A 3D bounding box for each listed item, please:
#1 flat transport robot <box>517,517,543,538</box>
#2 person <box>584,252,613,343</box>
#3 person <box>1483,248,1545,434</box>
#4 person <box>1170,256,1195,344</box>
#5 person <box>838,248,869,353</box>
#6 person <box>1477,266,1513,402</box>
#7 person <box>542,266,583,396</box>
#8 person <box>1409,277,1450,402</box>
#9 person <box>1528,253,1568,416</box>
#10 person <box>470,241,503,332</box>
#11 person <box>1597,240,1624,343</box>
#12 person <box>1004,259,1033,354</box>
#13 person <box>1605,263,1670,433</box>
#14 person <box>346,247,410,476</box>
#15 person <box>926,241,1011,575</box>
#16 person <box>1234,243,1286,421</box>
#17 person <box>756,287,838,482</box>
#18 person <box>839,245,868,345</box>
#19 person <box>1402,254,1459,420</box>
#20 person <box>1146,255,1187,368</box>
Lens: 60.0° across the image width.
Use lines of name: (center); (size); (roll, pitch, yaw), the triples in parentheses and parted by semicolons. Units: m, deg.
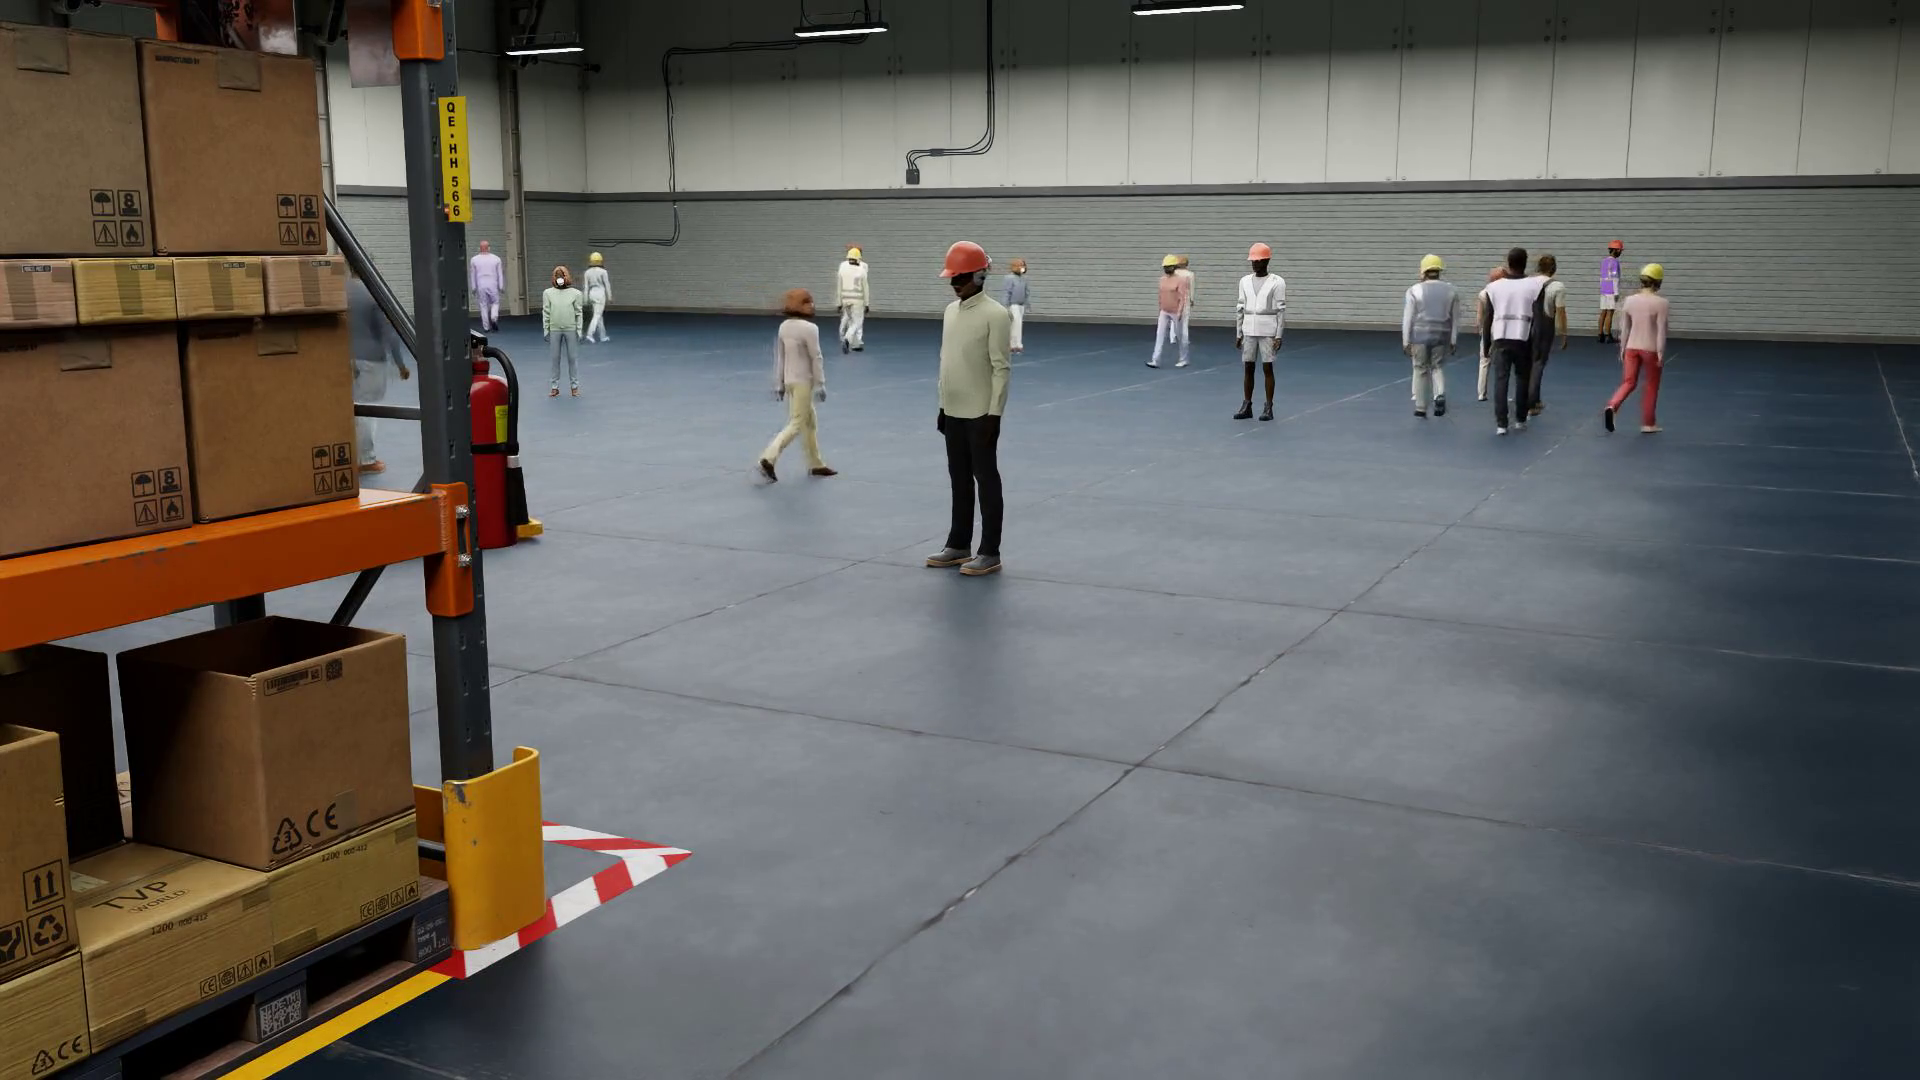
flat transport robot: (-3.554, -0.109, 10.968); (1.431, 0.197, 0.652); (-6, 12, -30)
person: (-6.906, -4.601, 31.555); (0.486, 1.702, 0.881); (5, 11, 25)
person: (5.720, -2.056, 17.191); (0.609, 1.872, 1.000); (5, 12, 26)
person: (4.137, -4.479, 31.094); (0.509, 1.629, 0.316); (5, 11, 24)
person: (-1.858, -4.089, 28.476); (0.607, 1.810, 0.764); (6, 12, 30)
person: (6.523, -2.494, 20.228); (0.513, 1.645, 0.307); (10, 14, 43)
person: (-5.001, -2.622, 20.955); (0.498, 1.633, 0.285); (-1, 10, -7)
person: (5.716, -2.501, 20.272); (0.512, 1.642, 0.312); (3, 11, 17)
person: (6.612, -2.321, 18.798); (0.826, 1.813, 0.554); (-10, 14, -44)
person: (-9.906, -5.299, 34.824); (0.669, 1.894, 0.432); (-3, 11, -14)
person: (12.235, -4.657, 31.243); (0.374, 1.930, 0.542); (-1, 10, -6)
person: (1.051, -3.971, 28.335); (0.644, 1.607, 0.531); (10, 14, 44)
person: (6.919, -1.936, 16.908); (0.713, 1.742, 0.531); (-7, 13, -35)
person: (-4.983, -1.508, 14.110); (0.637, 1.919, 0.609); (6, 12, 28)
person: (0.054, -0.790, 9.995); (0.387, 1.988, 0.608); (-8, 13, -37)
person: (3.271, -2.273, 18.220); (0.552, 1.935, 0.370); (7, 12, 33)
person: (-1.359, -1.284, 13.738); (0.801, 1.605, 0.503); (-8, 13, -36)
person: (-2.000, -4.559, 30.921); (0.594, 1.853, 0.856); (-5, 11, -24)
person: (5.137, -2.212, 18.204); (0.614, 1.815, 0.451); (0, 10, -2)
person: (3.207, -3.476, 25.367); (0.542, 1.712, 0.902); (9, 14, 41)
